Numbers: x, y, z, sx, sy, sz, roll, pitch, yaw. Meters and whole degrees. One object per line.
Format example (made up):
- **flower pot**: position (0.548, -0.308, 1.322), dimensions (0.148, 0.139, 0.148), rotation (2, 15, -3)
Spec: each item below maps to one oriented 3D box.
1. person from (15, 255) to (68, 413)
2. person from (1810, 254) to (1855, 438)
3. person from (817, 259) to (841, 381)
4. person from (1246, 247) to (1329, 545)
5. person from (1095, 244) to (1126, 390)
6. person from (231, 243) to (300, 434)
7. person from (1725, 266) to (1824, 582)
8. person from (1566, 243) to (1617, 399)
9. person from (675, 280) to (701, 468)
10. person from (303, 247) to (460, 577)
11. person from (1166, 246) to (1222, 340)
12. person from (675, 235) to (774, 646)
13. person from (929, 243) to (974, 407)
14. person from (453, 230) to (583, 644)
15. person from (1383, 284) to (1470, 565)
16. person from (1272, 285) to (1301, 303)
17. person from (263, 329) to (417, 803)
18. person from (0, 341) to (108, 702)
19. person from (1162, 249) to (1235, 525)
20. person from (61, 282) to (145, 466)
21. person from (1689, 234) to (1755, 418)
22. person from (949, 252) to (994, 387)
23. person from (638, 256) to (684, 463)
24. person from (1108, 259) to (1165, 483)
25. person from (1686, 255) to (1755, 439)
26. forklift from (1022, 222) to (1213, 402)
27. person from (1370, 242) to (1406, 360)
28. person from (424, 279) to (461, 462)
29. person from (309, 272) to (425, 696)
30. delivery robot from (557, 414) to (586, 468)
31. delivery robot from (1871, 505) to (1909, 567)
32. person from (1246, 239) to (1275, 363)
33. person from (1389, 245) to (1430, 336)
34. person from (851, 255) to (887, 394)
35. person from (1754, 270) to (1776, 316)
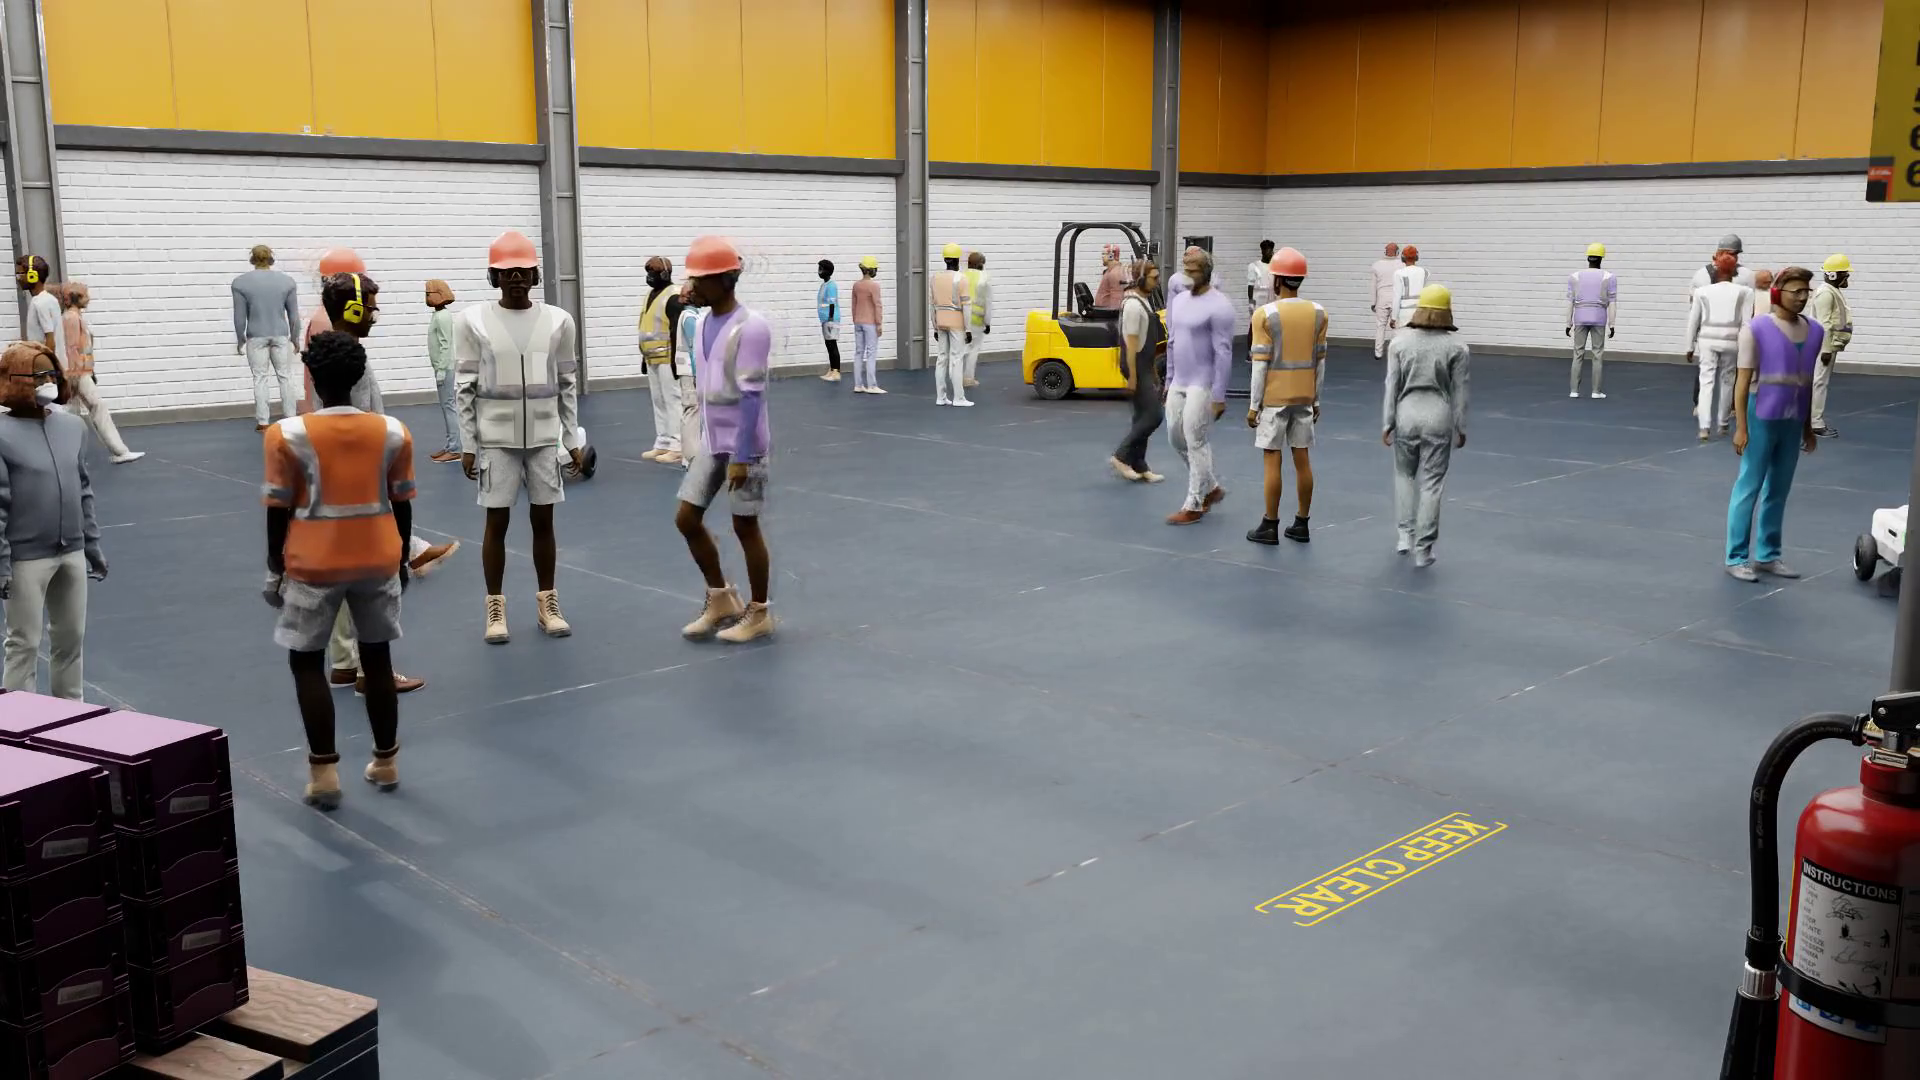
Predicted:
- **person**: position (-7.279, -1.318, 13.223), dimensions (0.340, 1.866, 0.565), rotation (-5, 11, -24)
- **person**: position (8.752, -1.952, 16.752), dimensions (0.403, 1.834, 0.589), rotation (6, 12, 28)
- **person**: position (-1.827, -3.052, 23.149), dimensions (0.321, 1.690, 0.536), rotation (-3, 11, -17)
- **person**: position (2.127, -0.934, 10.905), dimensions (0.545, 1.942, 0.350), rotation (-4, 11, -20)
- **person**: position (1.972, -2.922, 21.839), dimensions (0.406, 1.911, 0.637), rotation (1, 10, 6)
- **person**: position (-7.092, -2.058, 17.049), dimensions (0.635, 1.936, 0.355), rotation (-6, 12, -30)
- **person**: position (4.776, -0.680, 9.788), dimensions (0.570, 1.843, 0.372), rotation (-4, 11, -19)
- **person**: position (7.817, -2.708, 20.616), dimensions (0.594, 1.926, 0.368), rotation (6, 12, 28)
- **person**: position (-2.301, -1.415, 14.357), dimensions (0.308, 1.640, 0.511), rotation (-3, 11, -14)
- **person**: position (-3.415, -0.679, 9.500), dimensions (1.011, 1.940, 0.659), rotation (-4, 11, -21)
- **person**: position (2.696, -2.448, 19.286), dimensions (0.645, 1.899, 0.401), rotation (-2, 11, -8)
- **person**: position (-1.164, -0.462, 8.125), dimensions (0.594, 2.017, 0.634), rotation (-9, 14, -41)
- **person**: position (-0.096, -2.535, 19.668), dimensions (0.588, 1.930, 0.361), rotation (8, 13, 37)
- **person**: position (-2.190, -0.508, 8.307), dimensions (0.605, 2.045, 0.377), rotation (-5, 12, -26)
- **person**: position (2.896, -0.716, 10.308), dimensions (0.504, 1.724, 0.539), rotation (5, 11, 24)
- **person**: position (4.613, -3.172, 23.600), dimensions (0.457, 1.754, 0.540), rotation (-7, 13, -35)
- **person**: position (-2.194, 0.101, 5.942), dimensions (0.557, 1.690, 0.330), rotation (-9, 14, -41)
- **person**: position (-3.449, 0.069, 6.279), dimensions (0.285, 1.633, 0.497), rotation (3, 11, 18)
- **person**: position (1.683, -1.077, 11.727), dimensions (0.536, 1.937, 0.650), rotation (-5, 12, -26)
- **person**: position (-7.587, -1.440, 14.553), dimensions (0.783, 1.602, 0.545), rotation (-6, 12, -32)
- **person**: position (8.539, -2.392, 18.585), dimensions (0.536, 2.000, 0.688), rotation (-10, 14, -43)
- **person**: position (0.070, -2.902, 22.066), dimensions (0.736, 1.800, 0.774), rotation (5, 12, 27)
- **person**: position (-2.660, -1.612, 14.909), dimensions (0.429, 1.841, 0.626), rotation (-7, 12, -33)
- **person**: position (1.498, -1.360, 13.528), dimensions (0.388, 1.830, 0.527), rotation (2, 11, 11)
- **person**: position (7.609, -1.934, 16.697), dimensions (0.597, 1.827, 1.018), rotation (5, 12, 26)
- **forklift**: position (1.935, -2.847, 20.651), dimensions (2.313, 2.155, 1.214), rotation (2, 11, 13)
- **person**: position (7.000, -3.879, 27.061), dimensions (0.643, 1.908, 0.411), rotation (4, 11, 19)
- **person**: position (-4.647, -1.516, 14.920), dimensions (0.286, 1.633, 0.499), rotation (-4, 11, -19)
- **person**: position (-2.660, -0.242, 7.352), dimensions (0.329, 1.865, 0.514), rotation (-10, 14, -44)
- **delivery robot**: position (-3.332, -0.791, 13.657), dimensions (0.477, 0.478, 0.707), rotation (1, 10, 5)
- **delivery robot**: position (5.458, -0.023, 9.467), dimensions (0.477, 0.478, 0.707), rotation (3, 11, 15)
- **person**: position (4.835, -3.794, 26.485), dimensions (0.600, 1.957, 0.384), rotation (-4, 11, -20)
- **person**: position (6.097, -3.049, 22.601), dimensions (0.576, 1.883, 0.362), rotation (-4, 11, -23)
- **person**: position (-1.174, -2.751, 21.297), dimensions (0.331, 1.768, 0.526), rotation (-10, 14, -42)
- **person**: position (9.703, -2.471, 20.214), dimensions (0.537, 1.586, 0.848), rotation (5, 12, 27)
